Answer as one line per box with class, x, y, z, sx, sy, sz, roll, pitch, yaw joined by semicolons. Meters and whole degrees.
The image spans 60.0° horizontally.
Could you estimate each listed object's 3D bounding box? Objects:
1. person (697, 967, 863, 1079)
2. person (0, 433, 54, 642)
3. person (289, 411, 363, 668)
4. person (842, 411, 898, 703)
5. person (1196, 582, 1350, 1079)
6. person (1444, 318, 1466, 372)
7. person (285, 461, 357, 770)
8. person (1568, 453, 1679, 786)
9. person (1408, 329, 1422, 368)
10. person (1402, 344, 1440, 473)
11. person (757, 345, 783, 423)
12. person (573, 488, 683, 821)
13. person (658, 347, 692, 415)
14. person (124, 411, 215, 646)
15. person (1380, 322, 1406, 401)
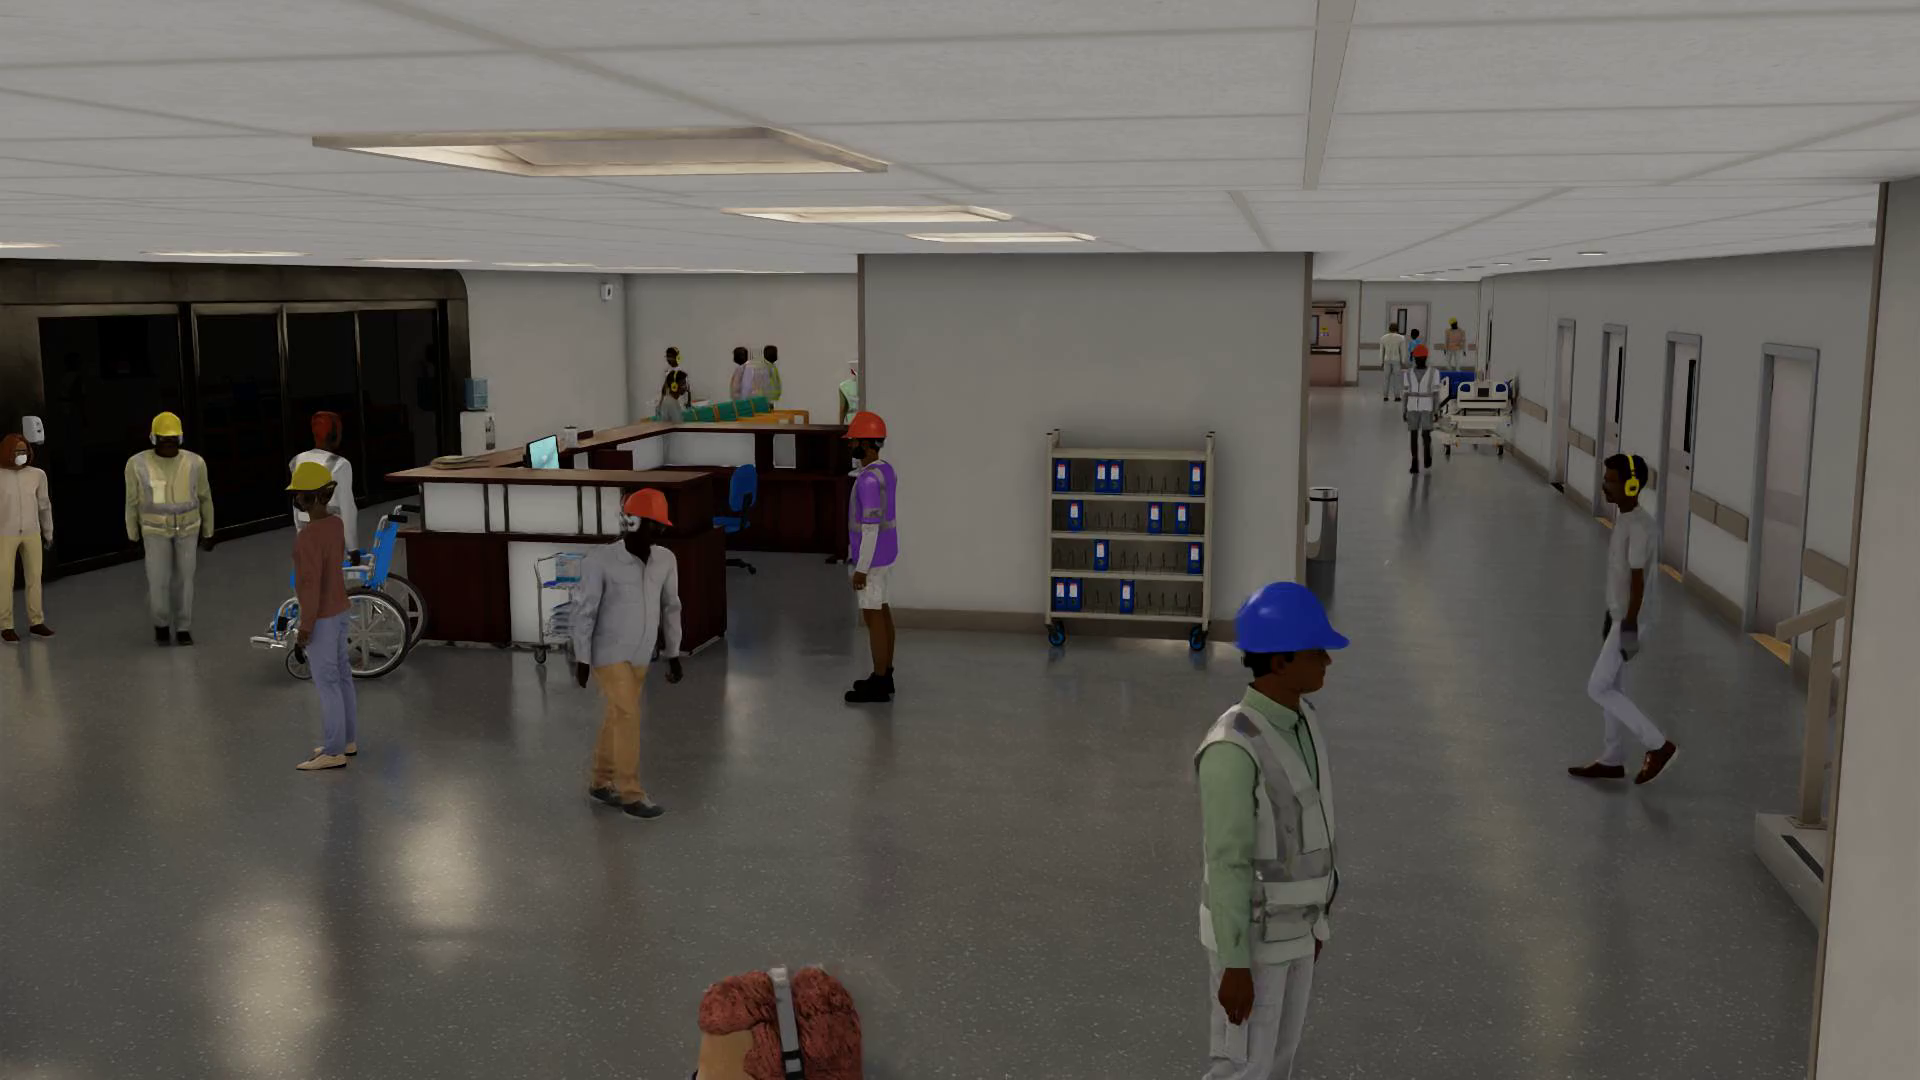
person;-0.067;1.483;2.345;1.044;1.856;0.673;-2;9;-11
person;-7.365;-0.024;13.024;0.286;1.628;0.506;6;11;36
person;-4.569;0.009;11.975;0.583;1.877;0.351;5;10;30
person;-0.603;0.114;11.061;0.361;1.940;0.543;2;9;11
person;0.864;1.081;4.630;0.395;1.951;0.619;5;10;31
person;14.982;-5.772;50.256;0.679;1.894;0.512;4;10;26
person;-3.667;0.431;9.537;0.308;1.769;0.525;0;9;-3
person;3.669;0.444;9.158;0.461;1.856;0.551;3;9;18
person;12.097;-4.766;44.240;0.322;1.696;0.536;7;11;38
person;6.890;-1.963;24.873;0.564;1.926;0.491;5;10;28
person;-3.176;-2.349;27.805;0.437;1.820;0.647;0;9;1
person;-1.700;0.586;8.675;0.725;1.707;0.586;6;11;36
person;-4.520;-2.097;26.055;0.567;1.836;0.746;6;10;35
person;-6.025;-0.077;12.720;0.617;1.814;0.433;-7;11;-37
person;10.602;-4.361;40.761;0.632;1.940;0.372;4;10;27
